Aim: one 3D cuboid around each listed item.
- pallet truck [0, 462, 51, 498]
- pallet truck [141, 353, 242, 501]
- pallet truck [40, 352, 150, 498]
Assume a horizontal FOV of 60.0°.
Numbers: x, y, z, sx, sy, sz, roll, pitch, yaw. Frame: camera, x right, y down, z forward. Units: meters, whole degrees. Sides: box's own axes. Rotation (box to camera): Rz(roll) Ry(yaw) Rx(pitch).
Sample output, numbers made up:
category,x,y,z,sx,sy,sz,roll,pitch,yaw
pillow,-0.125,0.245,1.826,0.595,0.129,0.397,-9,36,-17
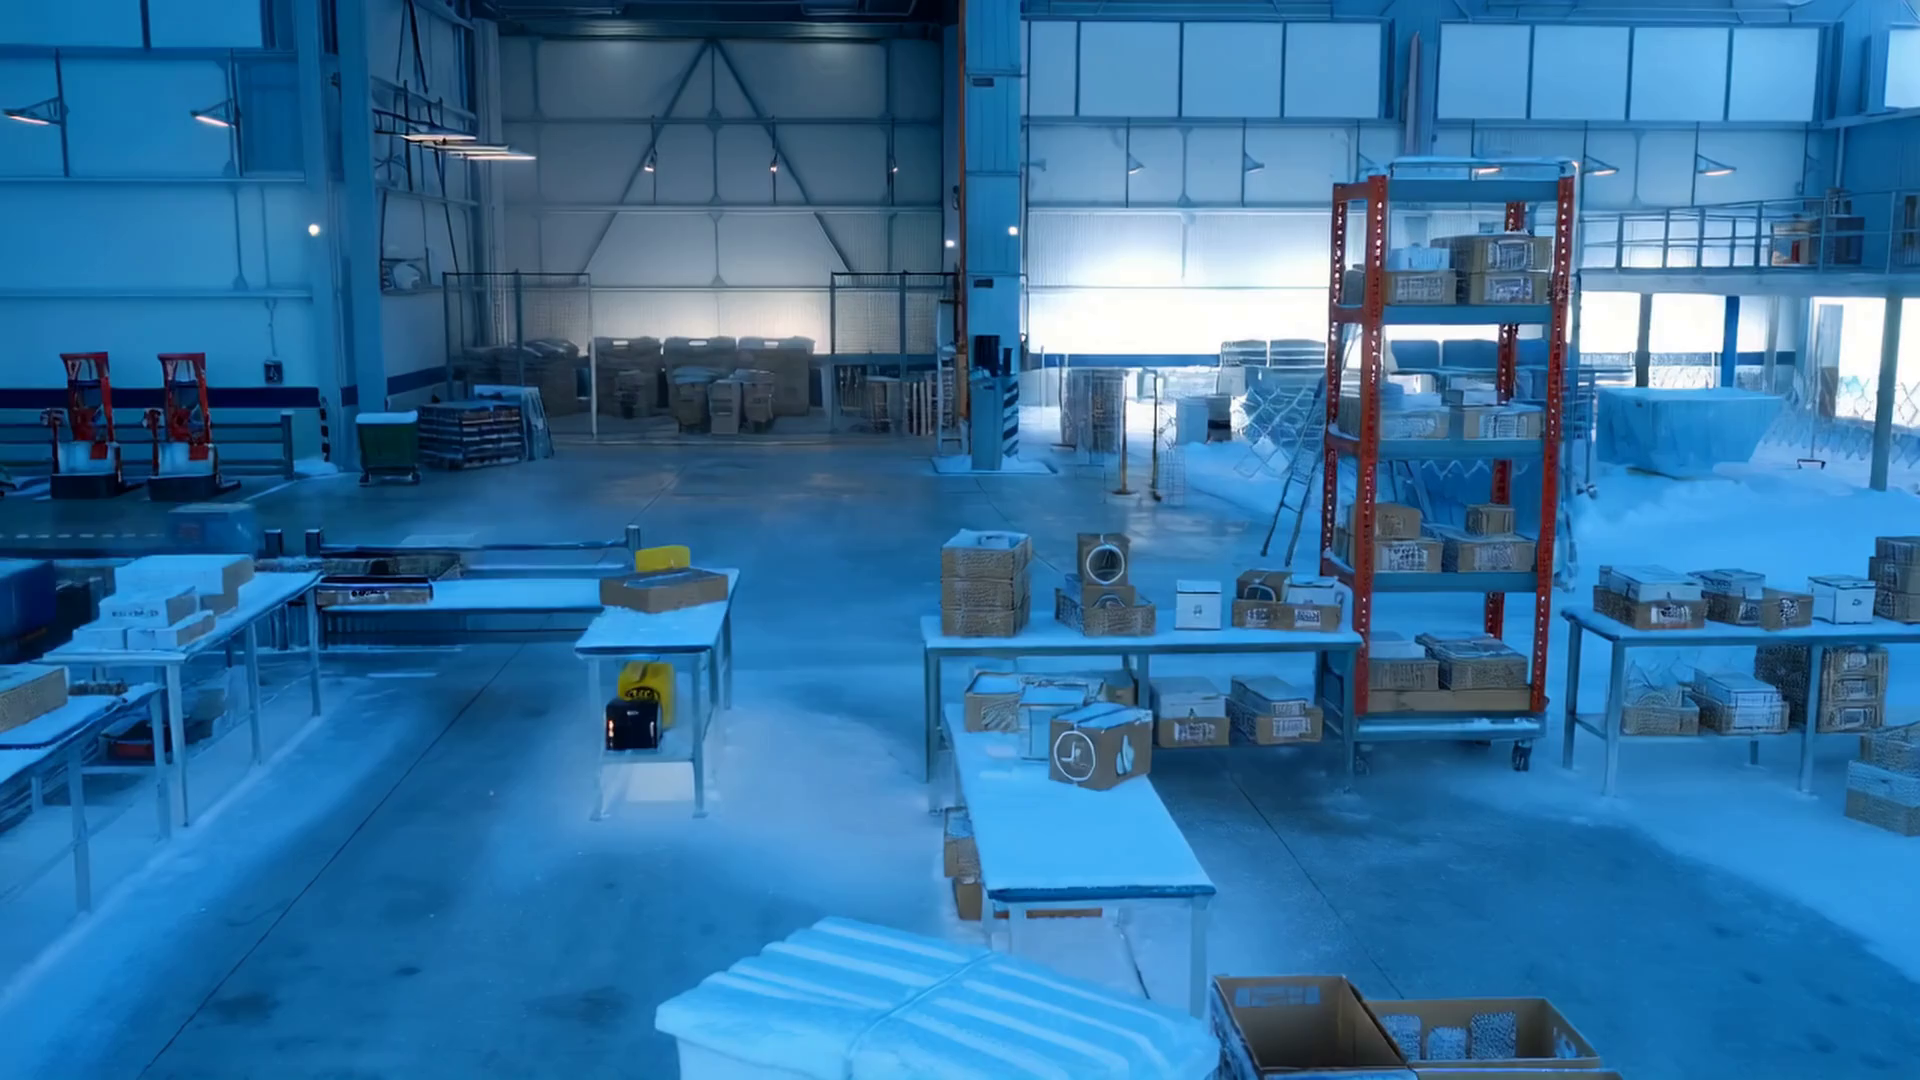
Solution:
category,x,y,z,sx,sy,sz,roll,pitch,yaw
pallet truck,-13.193,-1.293,23.148,0.653,1.274,1.630,-1,9,-4
pallet truck,-10.520,-1.604,22.925,0.823,1.965,1.885,-1,9,-6
pallet truck,-11.907,-1.642,23.165,0.823,1.965,1.885,0,9,0
